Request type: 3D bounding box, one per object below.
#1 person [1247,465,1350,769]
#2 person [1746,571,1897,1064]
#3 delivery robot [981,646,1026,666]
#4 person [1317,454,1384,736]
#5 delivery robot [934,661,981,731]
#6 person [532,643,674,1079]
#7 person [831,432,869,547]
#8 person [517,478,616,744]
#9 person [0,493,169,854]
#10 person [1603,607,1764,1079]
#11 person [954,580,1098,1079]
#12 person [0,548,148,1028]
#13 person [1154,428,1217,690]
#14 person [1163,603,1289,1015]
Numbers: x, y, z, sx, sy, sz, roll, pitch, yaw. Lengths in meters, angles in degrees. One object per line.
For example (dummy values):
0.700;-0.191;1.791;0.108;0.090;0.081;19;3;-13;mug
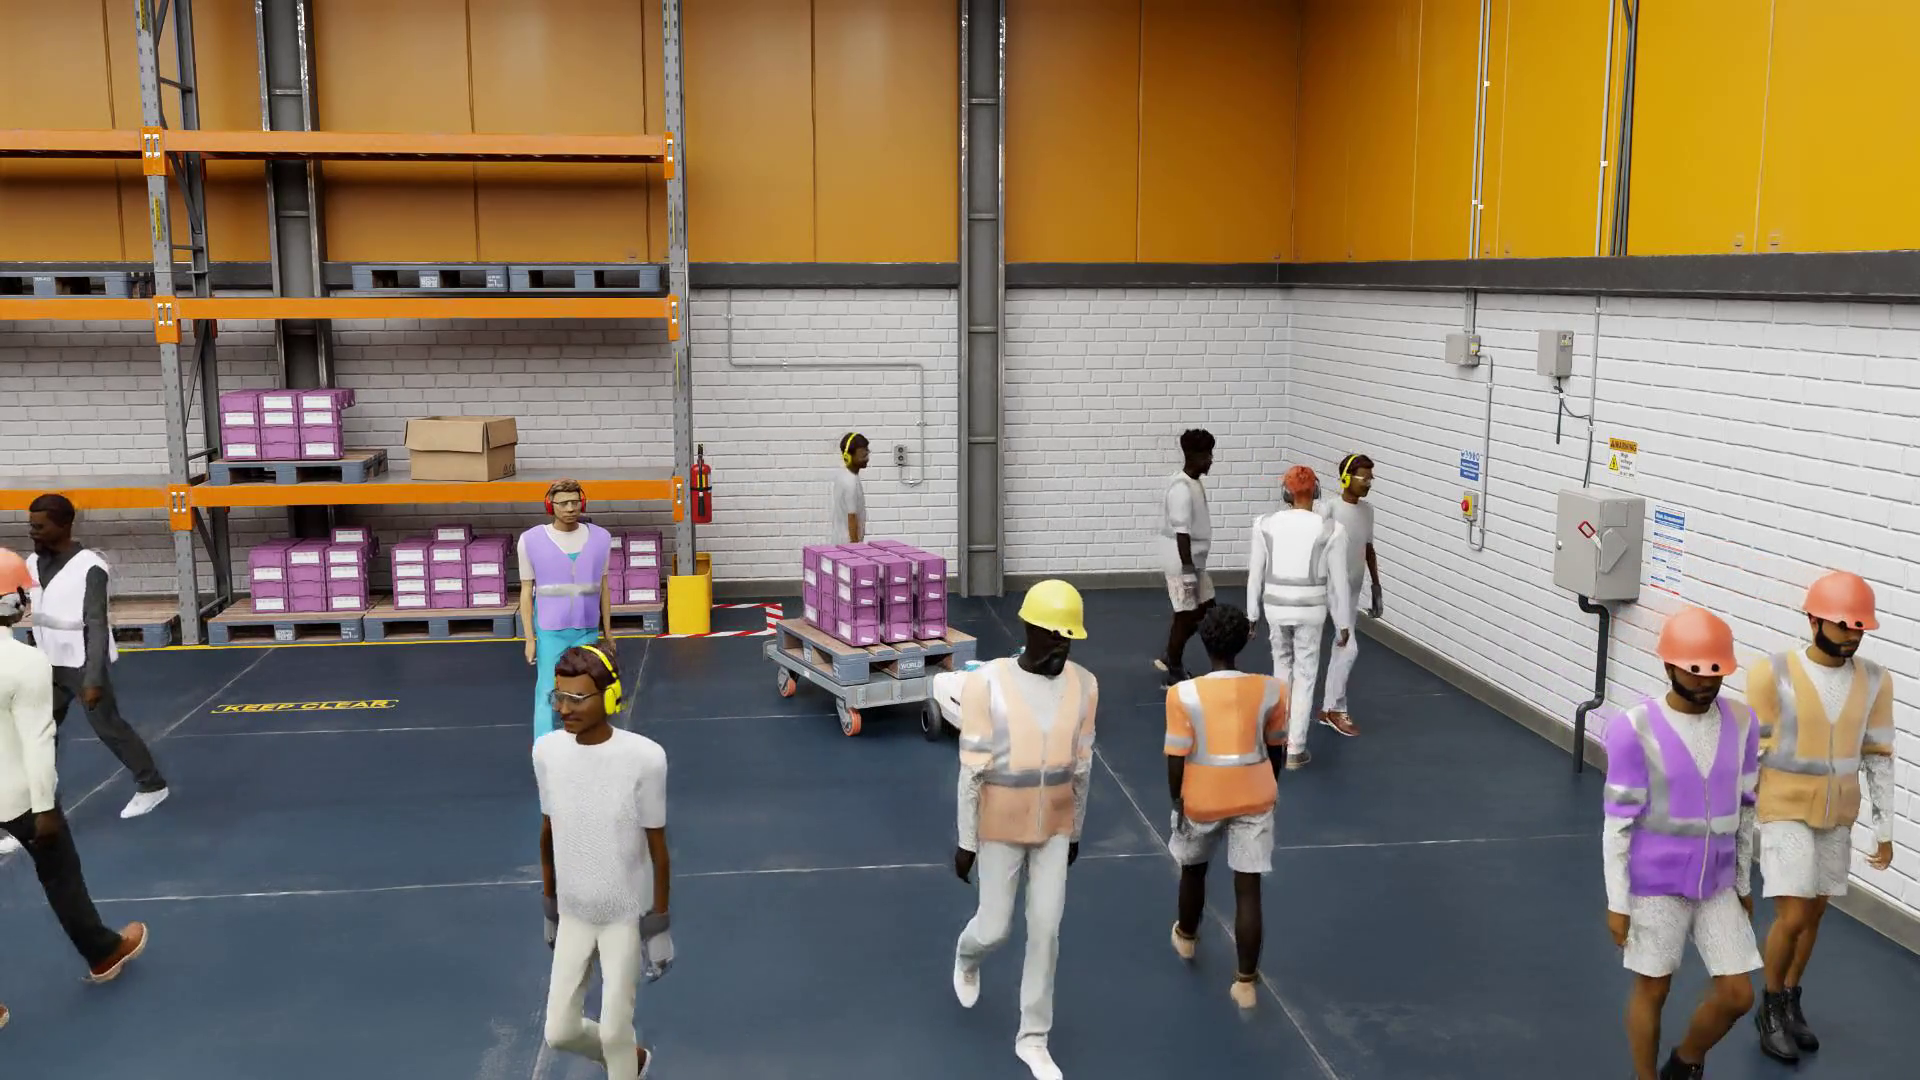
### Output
2.092;0.470;10.250;0.624;1.857;0.508;5;10;27;person
3.288;1.062;6.380;0.569;1.912;0.581;0;9;-1;person
0.452;0.948;11.036;0.707;0.478;0.477;9;13;44;delivery robot
2.595;0.364;10.927;0.543;1.850;0.548;-7;12;-38;person
0.086;1.015;10.616;0.477;0.478;0.707;-3;10;-19;delivery robot
-1.158;1.236;5.527;0.509;1.848;0.497;3;9;16;person
-0.912;0.070;12.863;0.839;1.836;0.539;-1;9;-8;person
-2.323;0.541;9.845;0.563;1.847;0.393;-6;11;-33;person
-4.771;0.667;8.998;0.606;1.877;0.984;4;10;25;person
2.465;1.171;5.675;0.585;1.923;0.403;-1;9;-7;person
0.227;1.066;6.413;0.617;1.899;0.685;-3;10;-20;person
-3.833;0.988;6.761;0.642;1.937;1.008;2;9;15;person
1.642;0.157;11.939;0.418;1.944;0.614;3;10;18;person
1.107;1.085;7.034;0.551;1.660;0.842;0;9;-2;person
